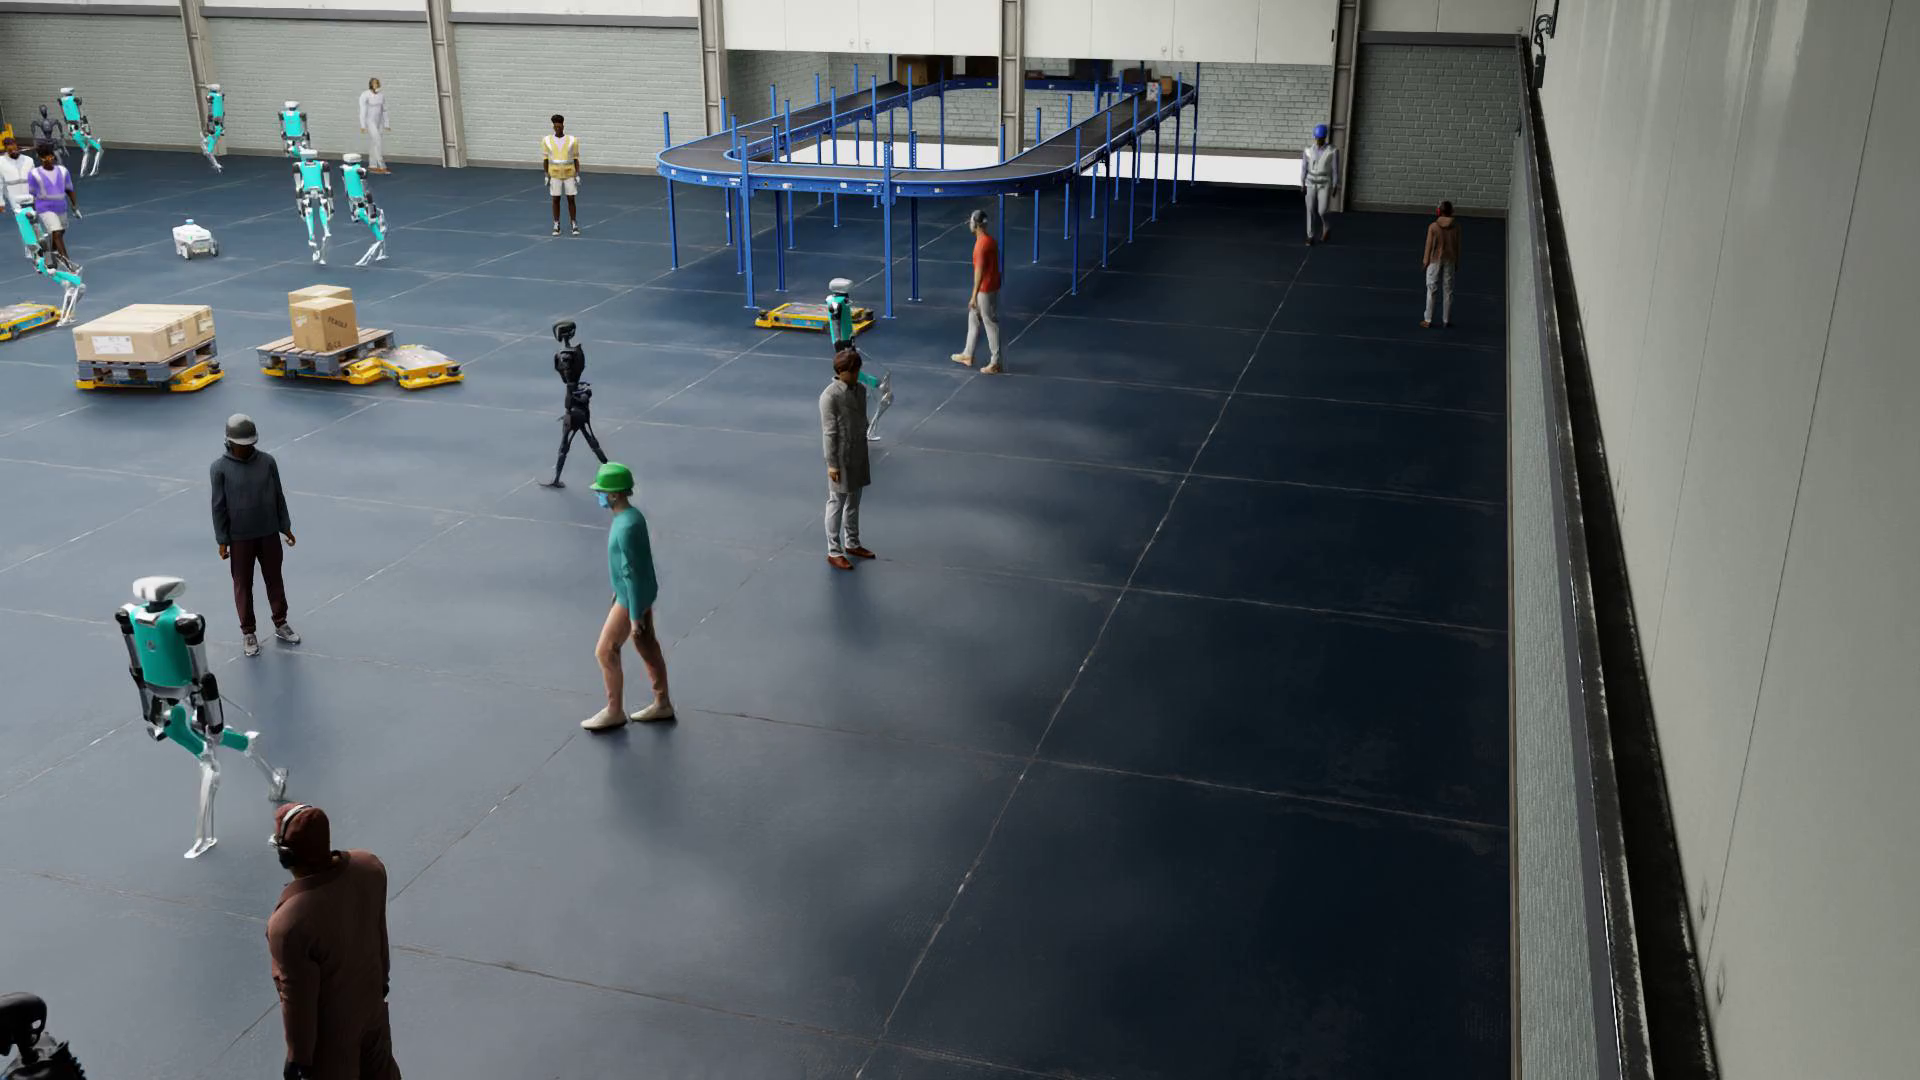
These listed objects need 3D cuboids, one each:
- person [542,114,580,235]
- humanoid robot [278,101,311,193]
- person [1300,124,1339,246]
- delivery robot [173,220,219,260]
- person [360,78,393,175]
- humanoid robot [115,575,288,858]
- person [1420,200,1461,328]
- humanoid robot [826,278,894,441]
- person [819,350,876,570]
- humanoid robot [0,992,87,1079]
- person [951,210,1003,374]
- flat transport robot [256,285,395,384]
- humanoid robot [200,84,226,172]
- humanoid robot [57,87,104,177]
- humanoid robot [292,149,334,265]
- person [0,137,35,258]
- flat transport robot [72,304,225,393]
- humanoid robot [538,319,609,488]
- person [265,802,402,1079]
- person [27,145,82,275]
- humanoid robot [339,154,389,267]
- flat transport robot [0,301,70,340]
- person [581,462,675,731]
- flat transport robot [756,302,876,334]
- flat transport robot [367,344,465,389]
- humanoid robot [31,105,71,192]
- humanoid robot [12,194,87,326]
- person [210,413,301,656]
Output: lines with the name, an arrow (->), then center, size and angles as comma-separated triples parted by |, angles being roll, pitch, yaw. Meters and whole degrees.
person -> -6.574, -6.035, 27.475 | 0.602, 1.966, 0.368 | -5, 22, -13
humanoid robot -> -12.444, -7.413, 31.440 | 0.539, 1.762, 1.061 | 1, 21, 2
person -> 5.716, -5.653, 26.526 | 0.611, 1.934, 0.441 | 13, 25, 31
delivery robot -> -11.942, -4.670, 25.918 | 0.801, 0.612, 0.499 | 20, 29, 41
person -> -11.735, -8.358, 33.601 | 0.772, 1.903, 0.654 | 6, 22, 16
humanoid robot -> -4.360, 0.921, 9.784 | 0.545, 1.774, 0.931 | 6, 22, 15
person -> 6.216, -3.554, 21.475 | 0.458, 1.647, 0.333 | 1, 21, 1
humanoid robot -> -0.956, -1.713, 16.616 | 0.799, 1.805, 0.540 | 2, 21, 5
person -> -0.928, -0.675, 13.763 | 0.366, 1.830, 0.501 | 15, 25, 33
humanoid robot -> -3.235, 2.357, 6.112 | 0.377, 1.642, 0.616 | -9, 23, -22
person -> 0.187, -2.904, 19.478 | 0.738, 1.873, 0.575 | 3, 21, 7
flat transport robot -> -7.371, -2.049, 19.493 | 1.431, 0.231, 0.659 | 7, 22, 17
humanoid robot -> -15.265, -8.312, 33.793 | 0.759, 1.859, 0.551 | 3, 21, 7
humanoid robot -> -17.560, -8.188, 33.370 | 0.554, 1.786, 0.677 | 7, 22, 16
humanoid robot -> -9.650, -4.934, 24.918 | 0.534, 1.730, 0.984 | -7, 22, -17
person -> -14.350, -5.223, 25.482 | 0.612, 1.877, 0.707 | 11, 24, 26
flat transport robot -> -9.291, -1.899, 19.102 | 1.431, 0.231, 0.659 | 2, 21, 5
humanoid robot -> -3.623, -1.287, 15.622 | 0.785, 1.622, 0.609 | -2, 21, -5
person -> -2.594, 1.941, 6.873 | 0.405, 1.903, 0.651 | 6, 22, 14
person -> -13.531, -4.958, 24.791 | 1.067, 1.901, 0.644 | 13, 25, 31
humanoid robot -> -8.836, -4.931, 24.925 | 0.548, 1.742, 0.966 | 13, 25, 31
flat transport robot -> -12.262, -2.814, 21.476 | 0.659, 0.231, 1.431 | 4, 21, 10
person -> -2.276, 0.383, 10.982 | 0.751, 1.846, 0.567 | -2, 21, -5
flat transport robot -> -1.876, -2.891, 21.675 | 1.431, 0.231, 0.659 | 7, 22, 18
flat transport robot -> -6.417, -2.042, 19.475 | 0.659, 0.231, 1.431 | -17, 27, -37
humanoid robot -> -17.215, -7.407, 31.492 | 0.602, 1.617, 0.780 | -14, 25, -31
humanoid robot -> -11.650, -3.580, 21.464 | 0.535, 1.813, 0.779 | 18, 27, 38
person -> -5.179, -0.062, 12.199 | 0.542, 1.807, 0.378 | -17, 27, -37
